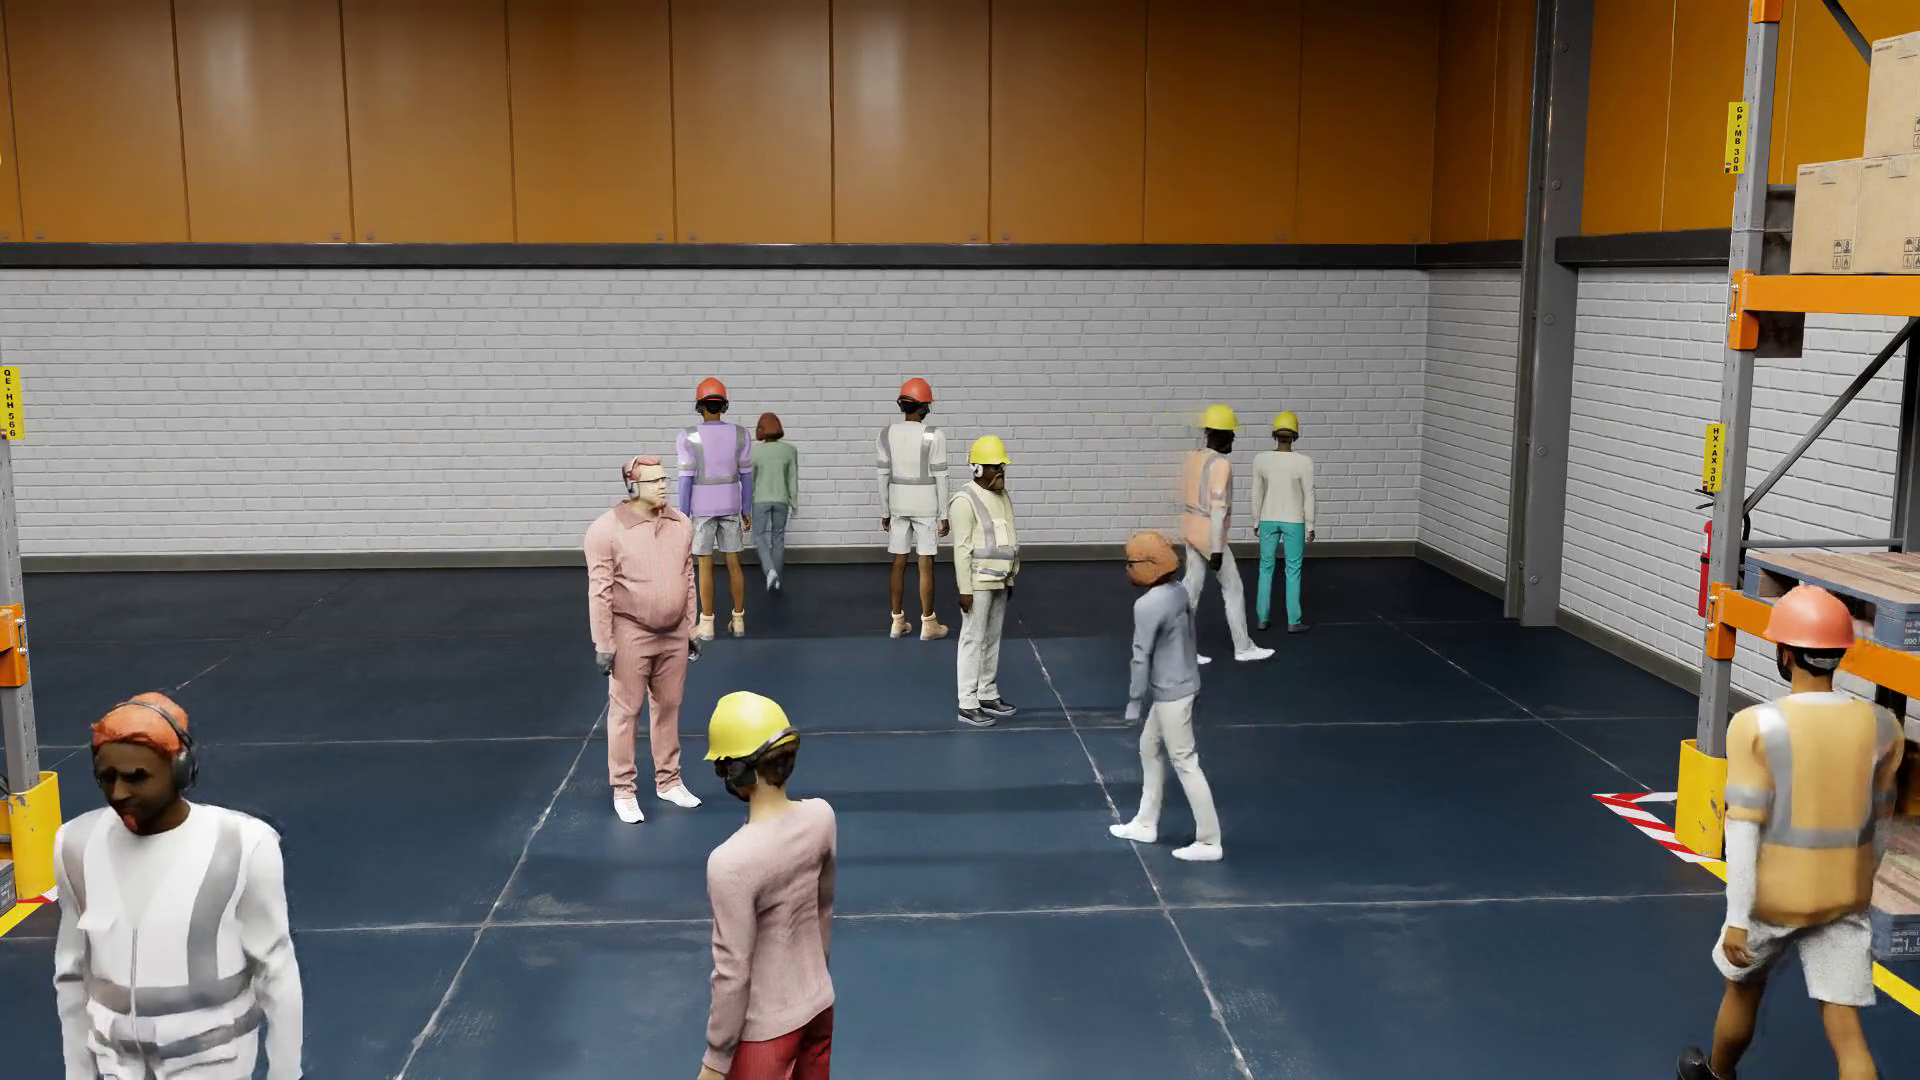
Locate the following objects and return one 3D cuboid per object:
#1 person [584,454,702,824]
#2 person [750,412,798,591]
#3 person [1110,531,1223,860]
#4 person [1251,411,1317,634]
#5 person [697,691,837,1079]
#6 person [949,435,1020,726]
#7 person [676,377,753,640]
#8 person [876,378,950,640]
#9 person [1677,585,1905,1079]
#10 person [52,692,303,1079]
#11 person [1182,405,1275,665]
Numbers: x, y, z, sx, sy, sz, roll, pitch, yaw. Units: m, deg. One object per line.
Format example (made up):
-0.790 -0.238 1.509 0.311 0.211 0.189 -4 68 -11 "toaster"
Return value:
-1.625 0.503 8.706 0.650 1.913 0.409 -9 13 -44 "person"
-1.684 -0.331 14.860 0.506 1.626 0.548 -4 10 -23 "person"
0.977 0.755 8.072 0.715 1.603 0.509 4 10 24 "person"
2.562 -0.138 13.174 0.533 1.772 0.296 5 11 31 "person"
-0.516 1.264 4.409 0.327 1.760 0.524 5 10 27 "person"
0.173 0.248 10.555 0.404 1.830 0.601 5 10 29 "person"
-1.924 -0.243 12.981 0.615 2.040 0.391 -5 10 -29 "person"
-0.349 -0.239 12.954 0.609 2.043 0.376 4 10 24 "person"
2.629 1.078 5.204 0.565 1.881 1.038 0 9 0 "person"
-1.889 1.259 4.109 0.575 1.867 0.608 1 9 8 "person"
1.923 -0.025 12.047 0.857 1.893 0.618 -3 9 -17 "person"
